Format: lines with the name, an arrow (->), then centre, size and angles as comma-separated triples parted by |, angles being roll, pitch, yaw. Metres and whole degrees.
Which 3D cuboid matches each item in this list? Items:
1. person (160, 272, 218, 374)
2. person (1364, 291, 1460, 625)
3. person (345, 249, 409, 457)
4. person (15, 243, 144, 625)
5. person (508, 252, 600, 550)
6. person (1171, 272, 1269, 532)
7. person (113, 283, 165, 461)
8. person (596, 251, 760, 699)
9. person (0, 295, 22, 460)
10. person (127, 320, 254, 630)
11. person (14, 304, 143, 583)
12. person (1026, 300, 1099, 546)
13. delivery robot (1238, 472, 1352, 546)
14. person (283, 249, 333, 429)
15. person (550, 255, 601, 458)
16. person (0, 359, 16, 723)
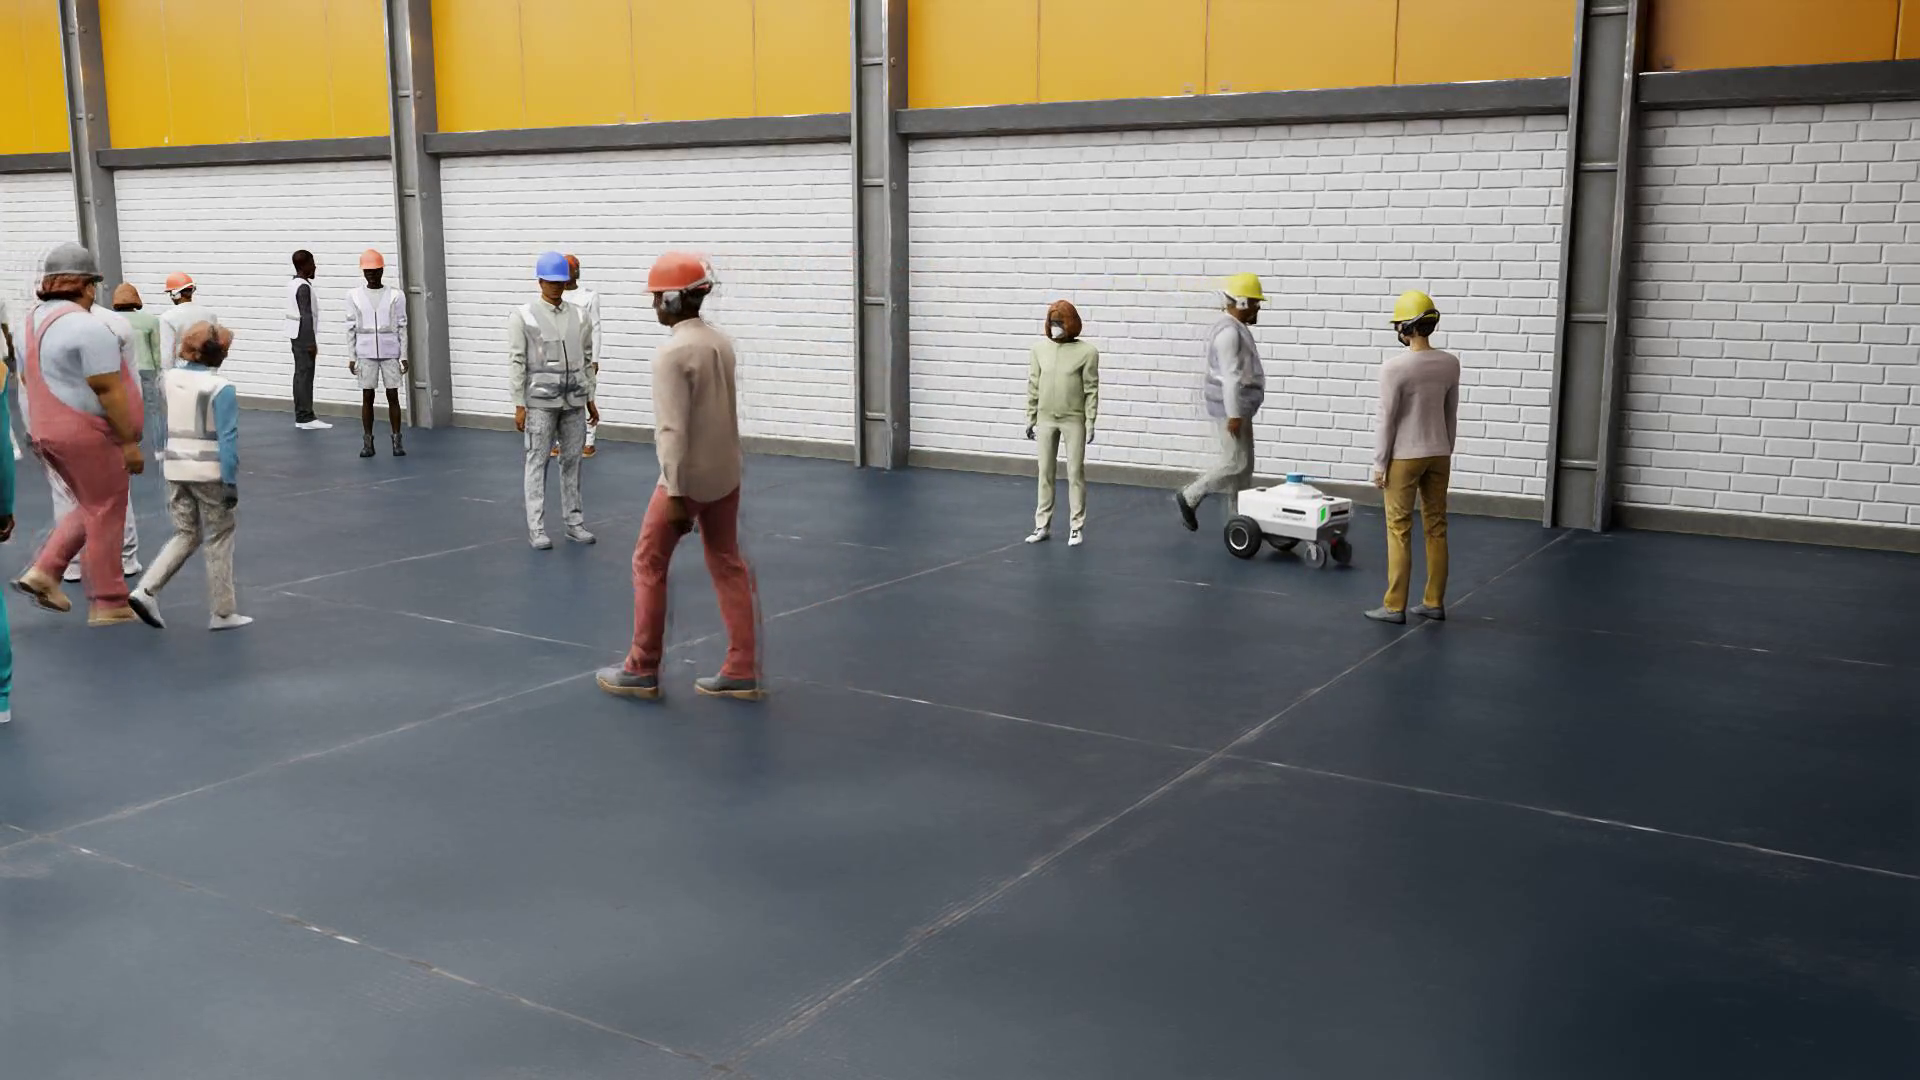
person -> -6.867, -1.509, 14.817 | 0.350, 1.744, 0.568 | 6, 12, 29
person -> 2.392, -0.429, 8.801 | 0.524, 1.761, 0.339 | -5, 11, -24
person -> -5.443, -1.740, 15.557 | 0.552, 1.937, 0.356 | -3, 11, -17
person -> -4.595, -0.564, 8.756 | 0.717, 2.000, 0.581 | 8, 13, 37
person -> -2.667, -0.918, 10.977 | 0.617, 1.943, 0.396 | -9, 13, -40
person -> 1.794, -0.893, 11.219 | 0.561, 1.807, 0.602 | 3, 11, 18
person -> -7.529, -1.516, 15.160 | 0.501, 1.632, 0.285 | -7, 12, -34
person -> -1.265, -0.270, 7.321 | 0.834, 1.967, 0.631 | 5, 11, 24
person -> -9.023, -1.646, 15.313 | 0.731, 1.832, 0.505 | 5, 11, 25
person -> -3.946, -0.302, 8.494 | 0.536, 1.620, 0.576 | 5, 11, 24
person -> -5.211, -0.701, 9.887 | 0.653, 1.906, 0.408 | -6, 12, -30
person -> 0.674, -0.777, 11.061 | 0.499, 1.633, 0.279 | 4, 11, 23
delivery robot -> 2.110, -0.185, 10.512 | 0.477, 0.478, 0.707 | -9, 14, -42
person -> -7.064, -2.154, 17.906 | 0.398, 1.920, 0.589 | -6, 12, -31
person -> -3.623, -1.704, 15.512 | 0.574, 1.883, 0.356 | 2, 10, 13
person -> -4.167, -0.147, 6.823 | 0.394, 1.913, 0.592 | 7, 12, 33
